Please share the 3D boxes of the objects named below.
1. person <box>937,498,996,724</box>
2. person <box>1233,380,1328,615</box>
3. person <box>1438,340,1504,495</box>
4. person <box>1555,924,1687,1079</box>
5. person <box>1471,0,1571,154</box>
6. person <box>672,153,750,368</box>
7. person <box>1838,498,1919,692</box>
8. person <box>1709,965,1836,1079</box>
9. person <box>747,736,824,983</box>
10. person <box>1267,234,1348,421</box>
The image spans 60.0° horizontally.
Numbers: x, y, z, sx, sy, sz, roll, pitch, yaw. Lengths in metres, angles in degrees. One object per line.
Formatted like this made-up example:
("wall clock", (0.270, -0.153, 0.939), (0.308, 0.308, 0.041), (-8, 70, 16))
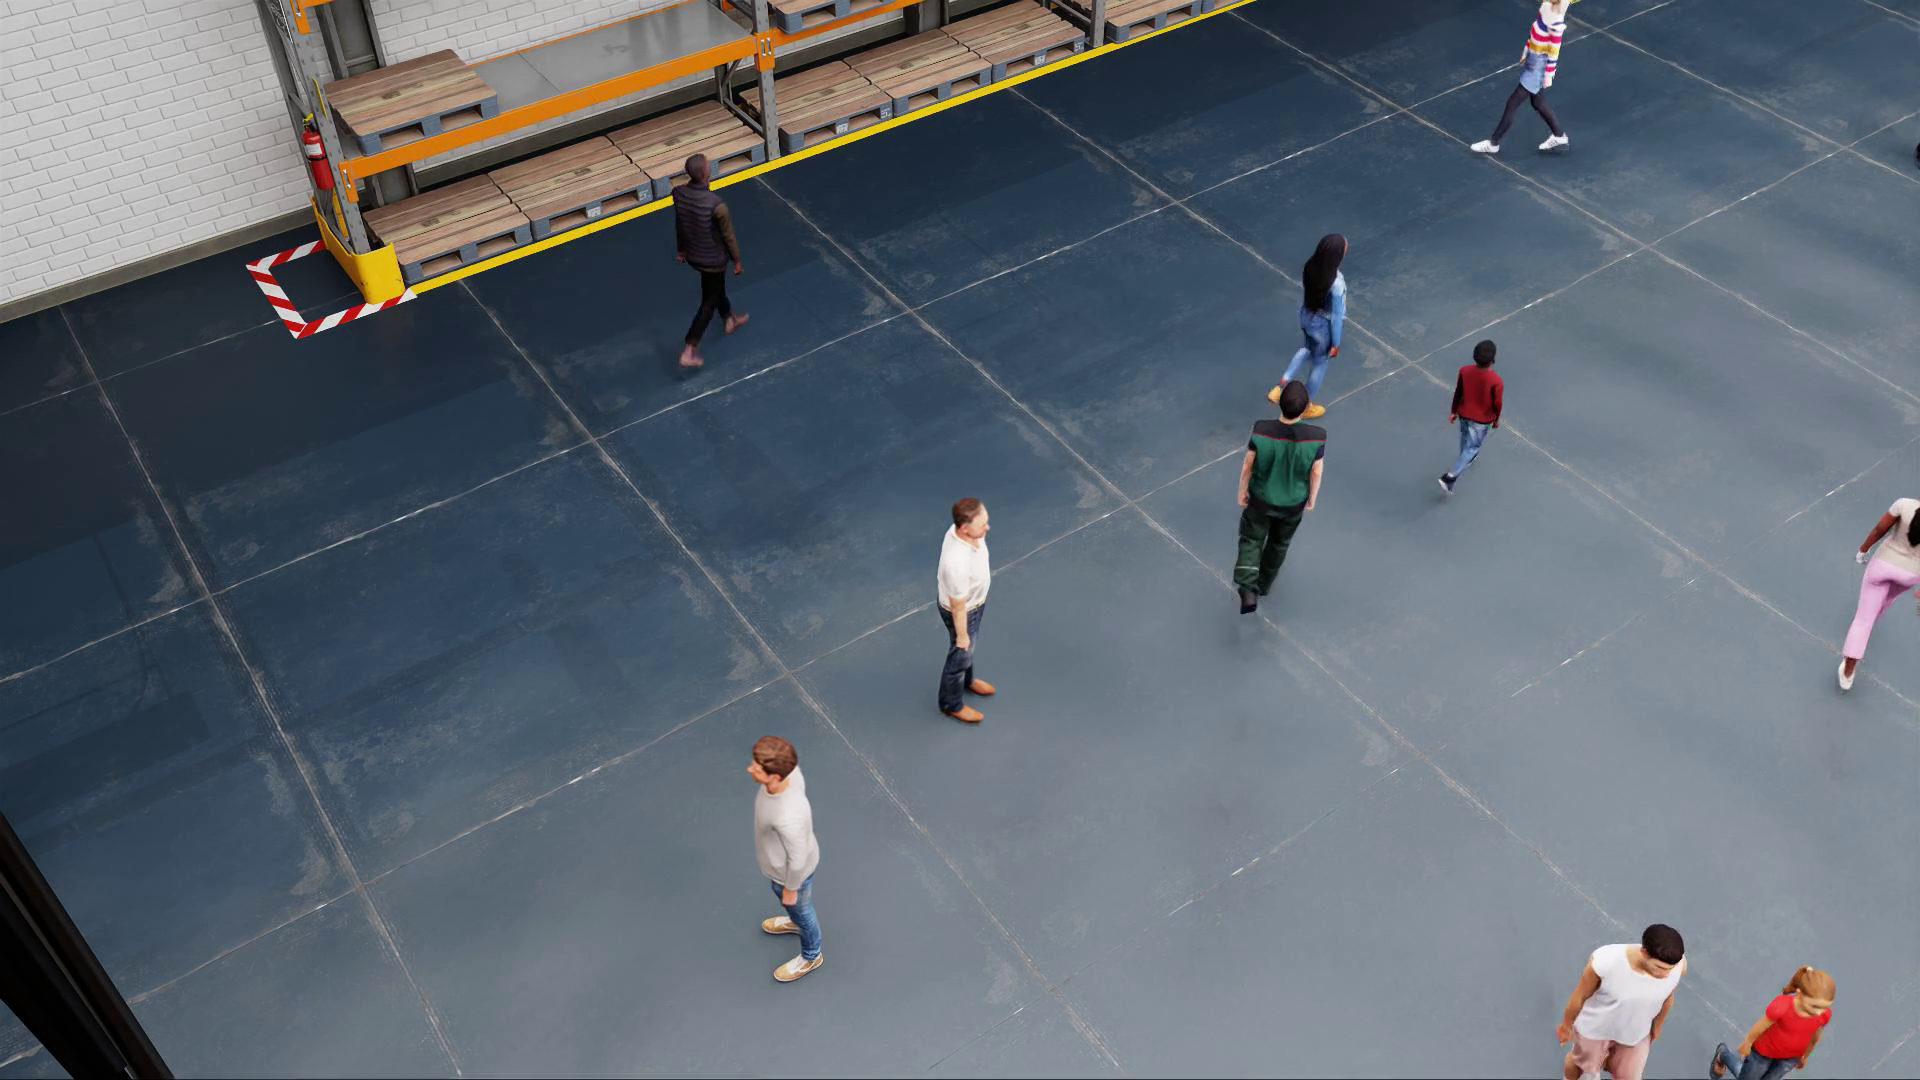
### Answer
("person", (-0.003, 0.413, 10.469), (0.814, 1.846, 0.741), (9, 44, 10))
("person", (2.115, -0.242, 11.130), (1.037, 1.884, 1.105), (8, 44, 8))
("person", (3.778, -0.903, 12.289), (0.883, 1.243, 0.583), (-32, 52, -29))
("person", (3.315, 2.373, 8.473), (0.862, 1.763, 0.924), (2, 44, 2))
("person", (5.499, -4.405, 15.584), (1.233, 1.768, 1.118), (2, 44, 2))
("person", (-2.070, -2.190, 13.238), (0.975, 1.796, 1.279), (27, 50, 25))
("person", (6.011, 0.271, 10.730), (0.971, 1.692, 1.202), (18, 46, 18))
("person", (4.206, 2.564, 8.605), (0.679, 1.304, 0.721), (2, 44, 2))
("person", (-0.933, 1.715, 9.061), (0.710, 1.904, 0.730), (-9, 44, -10))
("person", (2.644, -1.587, 12.676), (0.796, 1.698, 0.696), (-17, 46, -17))
